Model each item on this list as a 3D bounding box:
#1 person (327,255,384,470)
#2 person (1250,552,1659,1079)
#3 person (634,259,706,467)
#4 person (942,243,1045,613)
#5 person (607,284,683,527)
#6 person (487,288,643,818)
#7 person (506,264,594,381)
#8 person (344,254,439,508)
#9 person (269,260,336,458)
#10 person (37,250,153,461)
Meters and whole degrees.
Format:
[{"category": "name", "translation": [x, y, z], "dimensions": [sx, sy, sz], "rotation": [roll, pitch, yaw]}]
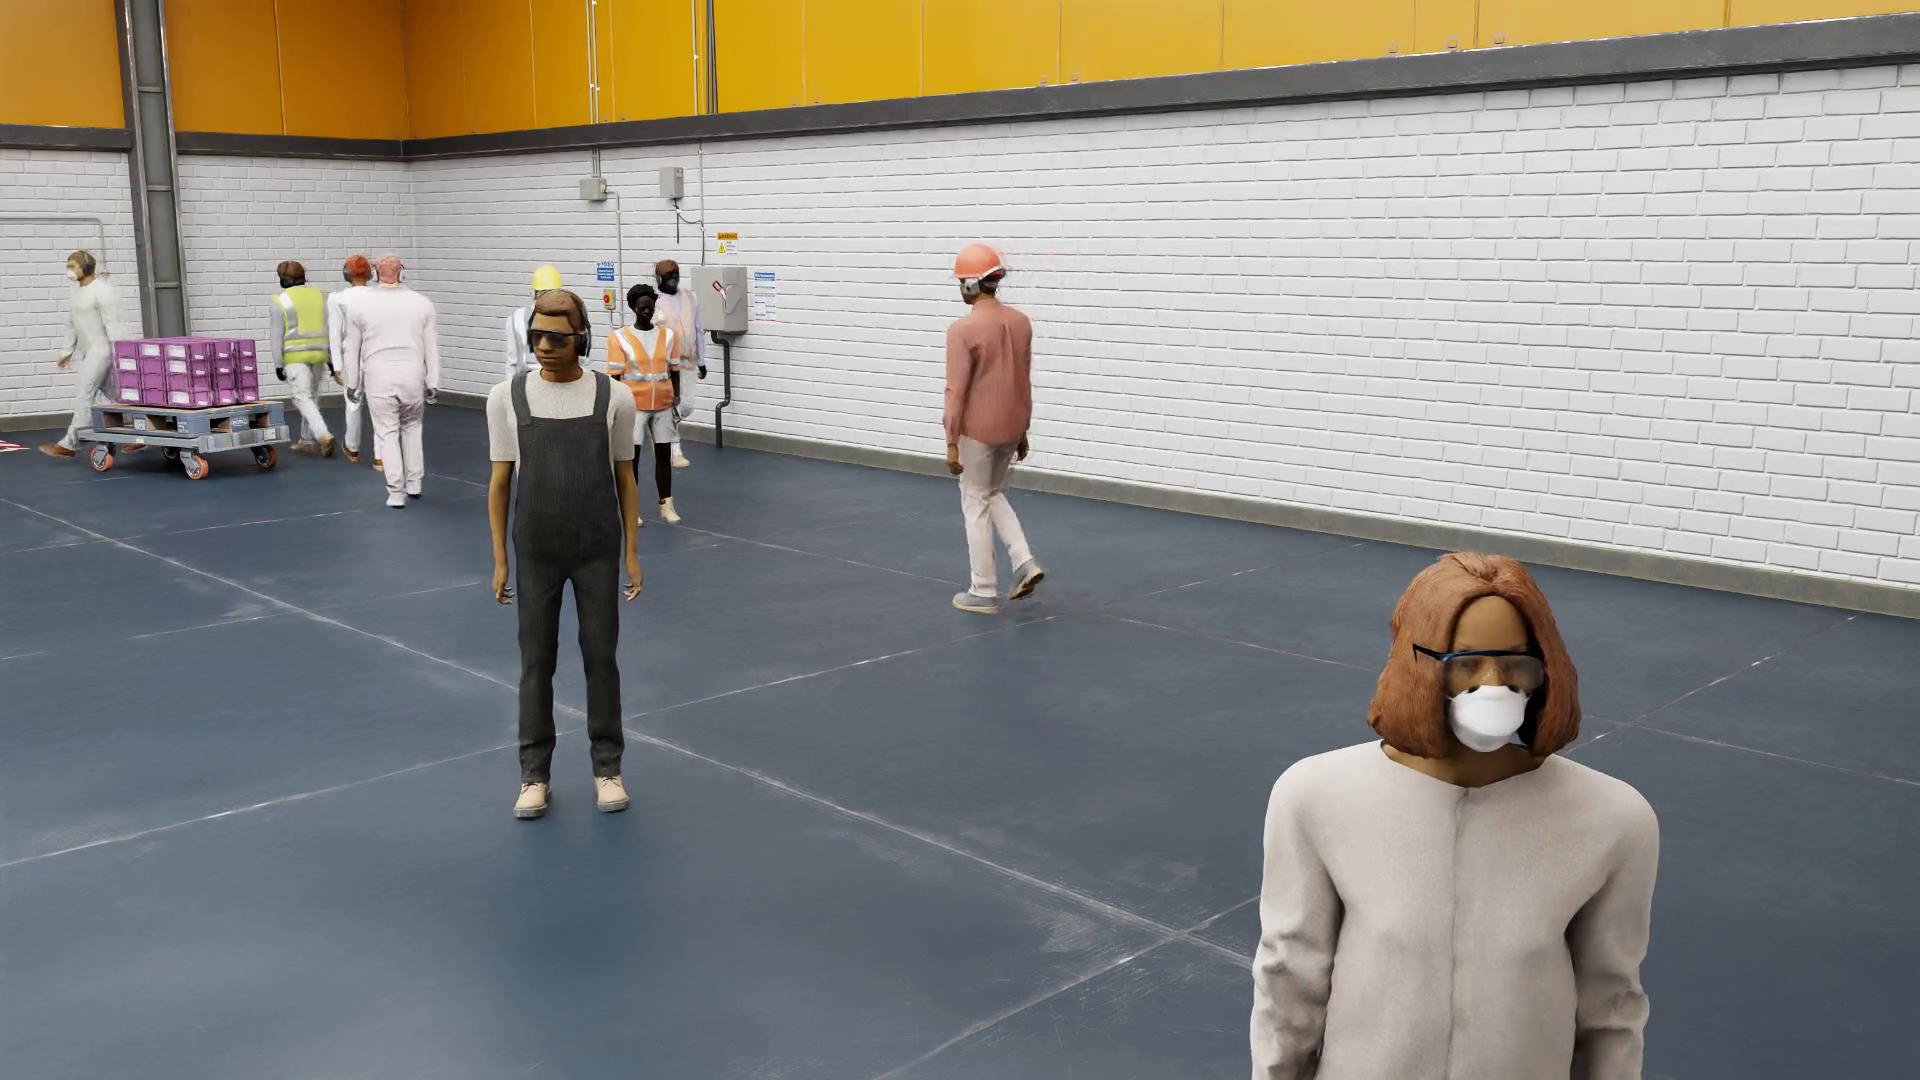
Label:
[{"category": "person", "translation": [-5.216, -1.556, 14.560], "dimensions": [0.597, 1.840, 0.932], "rotation": [-5, 12, -26]}, {"category": "person", "translation": [0.630, 0.818, 2.188], "dimensions": [0.502, 1.636, 0.280], "rotation": [2, 11, 9]}, {"category": "person", "translation": [-2.585, -1.574, 14.735], "dimensions": [0.634, 1.821, 0.700], "rotation": [-9, 14, -42]}, {"category": "person", "translation": [0.145, -0.581, 8.877], "dimensions": [0.464, 1.978, 0.634], "rotation": [10, 14, 43]}, {"category": "person", "translation": [-2.188, -0.933, 11.590], "dimensions": [0.530, 1.691, 0.320], "rotation": [-6, 12, -29]}, {"category": "person", "translation": [-1.369, 0.052, 5.799], "dimensions": [0.509, 1.842, 0.329], "rotation": [-2, 11, -13]}, {"category": "person", "translation": [-2.895, -1.032, 11.767], "dimensions": [0.615, 1.813, 0.477], "rotation": [-2, 11, -12]}, {"category": "person", "translation": [-4.300, -1.199, 12.537], "dimensions": [0.648, 1.881, 0.790], "rotation": [-6, 12, -31]}, {"category": "person", "translation": [-5.985, -1.654, 15.228], "dimensions": [0.865, 1.808, 0.635], "rotation": [7, 13, 35]}, {"category": "person", "translation": [-7.896, -1.676, 15.117], "dimensions": [0.631, 1.887, 1.038], "rotation": [9, 14, 42]}]
